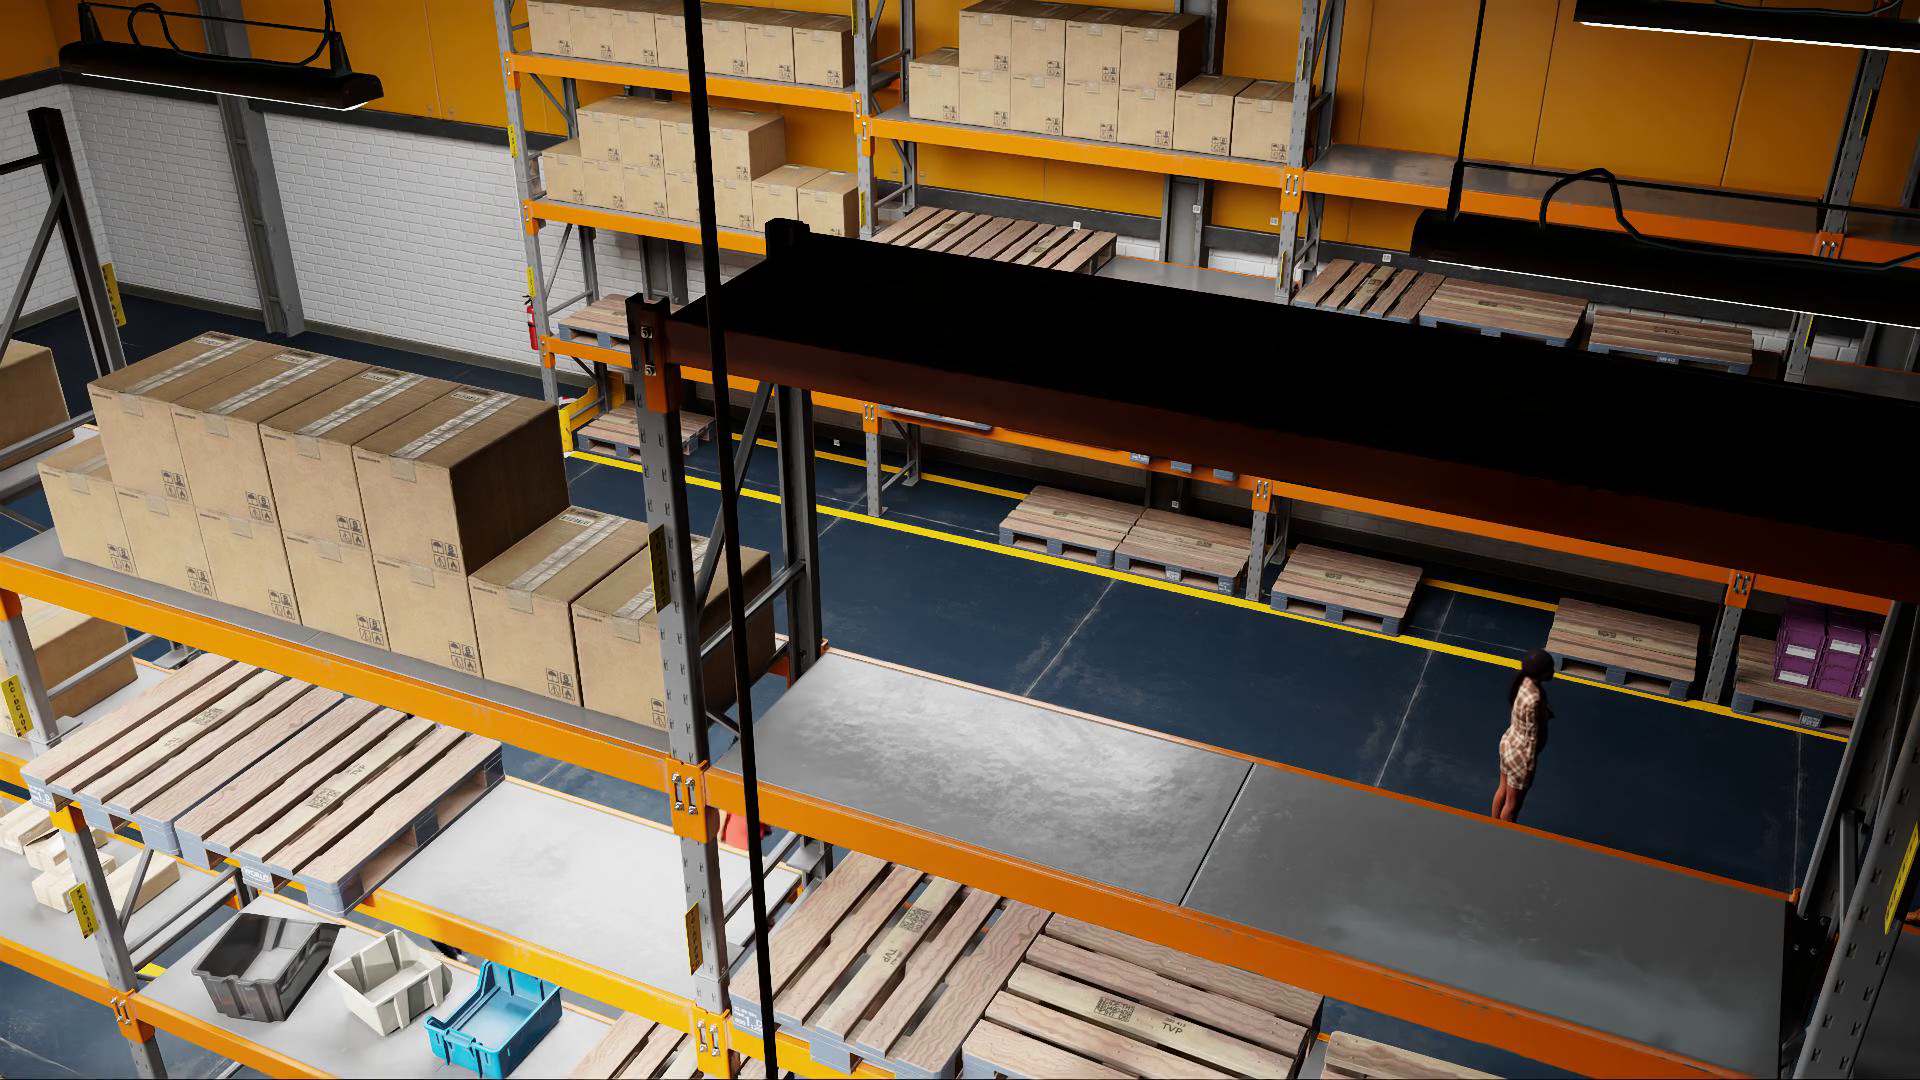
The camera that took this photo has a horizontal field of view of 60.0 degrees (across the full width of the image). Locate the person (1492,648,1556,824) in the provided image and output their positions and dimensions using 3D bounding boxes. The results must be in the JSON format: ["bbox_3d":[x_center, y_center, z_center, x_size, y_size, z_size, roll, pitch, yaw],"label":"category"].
[{"bbox_3d":[3.998,1.551,11.897,0.656,1.794,0.657,3,29,5],"label":"person"}]
